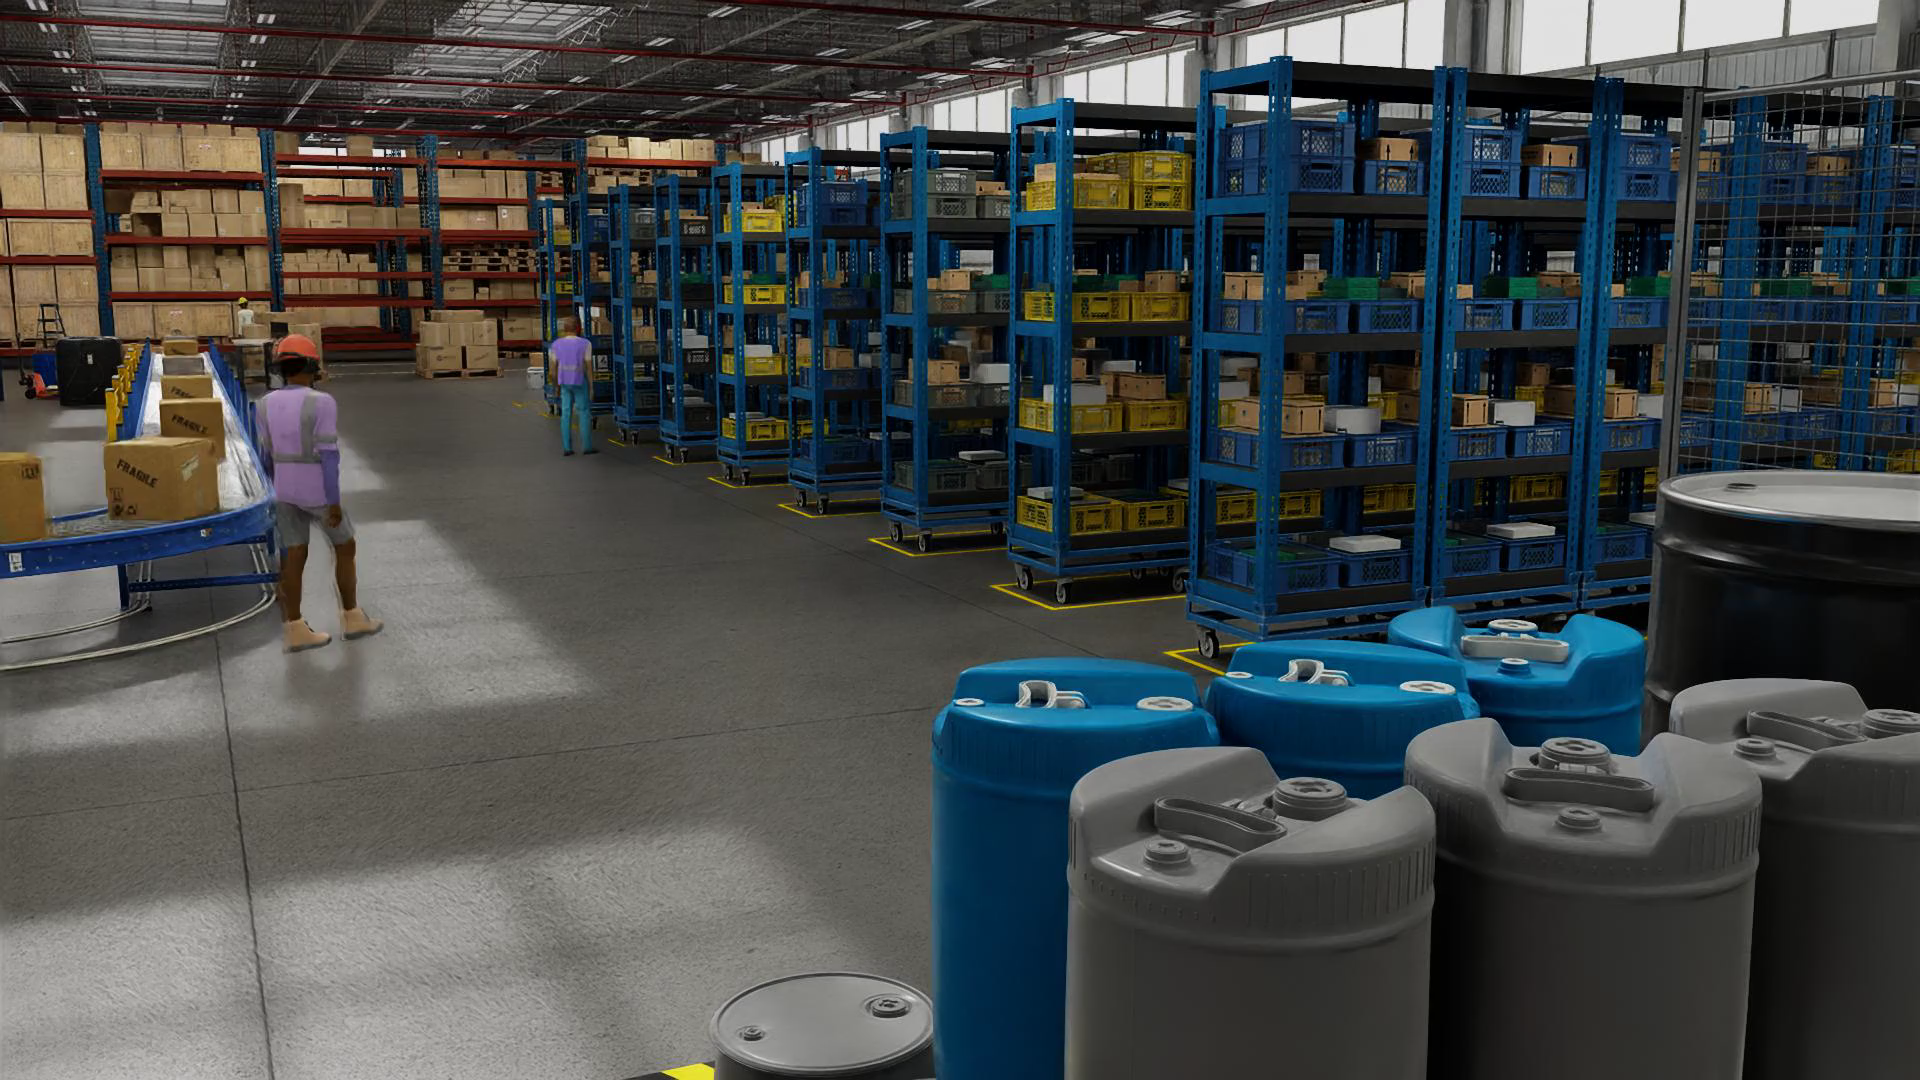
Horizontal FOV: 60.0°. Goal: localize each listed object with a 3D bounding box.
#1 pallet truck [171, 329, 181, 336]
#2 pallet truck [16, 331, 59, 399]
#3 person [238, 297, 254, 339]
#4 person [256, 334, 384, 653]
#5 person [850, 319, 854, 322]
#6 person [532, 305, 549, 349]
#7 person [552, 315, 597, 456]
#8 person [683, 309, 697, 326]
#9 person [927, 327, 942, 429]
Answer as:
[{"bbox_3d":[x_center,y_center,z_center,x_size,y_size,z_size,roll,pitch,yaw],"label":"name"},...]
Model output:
[{"bbox_3d":[-17.275,-3.851,35.096,1.601,1.201,0.680,0,9,1],"label":"pallet truck"},{"bbox_3d":[-17.082,-3.353,31.781,1.630,1.274,0.653,-4,10,-25],"label":"pallet truck"},{"bbox_3d":[-18.270,-5.321,42.551,0.311,1.768,0.524,3,9,15],"label":"person"},{"bbox_3d":[-4.118,-0.315,10.739,0.637,2.007,0.846,4,10,21],"label":"person"},{"bbox_3d":[-3.338,-6.849,52.565,0.613,1.578,0.872,-8,12,-40],"label":"person"},{"bbox_3d":[-12.632,-6.645,50.197,0.616,1.946,0.392,2,9,12],"label":"person"},{"bbox_3d":[-5.065,-2.019,21.821,0.571,1.840,0.373,2,9,12],"label":"person"},{"bbox_3d":[-6.953,-5.503,42.969,0.625,1.992,0.386,-1,9,-7],"label":"person"},{"bbox_3d":[-0.253,-1.569,19.141,0.585,1.807,0.645,0,9,1],"label":"person"}]
